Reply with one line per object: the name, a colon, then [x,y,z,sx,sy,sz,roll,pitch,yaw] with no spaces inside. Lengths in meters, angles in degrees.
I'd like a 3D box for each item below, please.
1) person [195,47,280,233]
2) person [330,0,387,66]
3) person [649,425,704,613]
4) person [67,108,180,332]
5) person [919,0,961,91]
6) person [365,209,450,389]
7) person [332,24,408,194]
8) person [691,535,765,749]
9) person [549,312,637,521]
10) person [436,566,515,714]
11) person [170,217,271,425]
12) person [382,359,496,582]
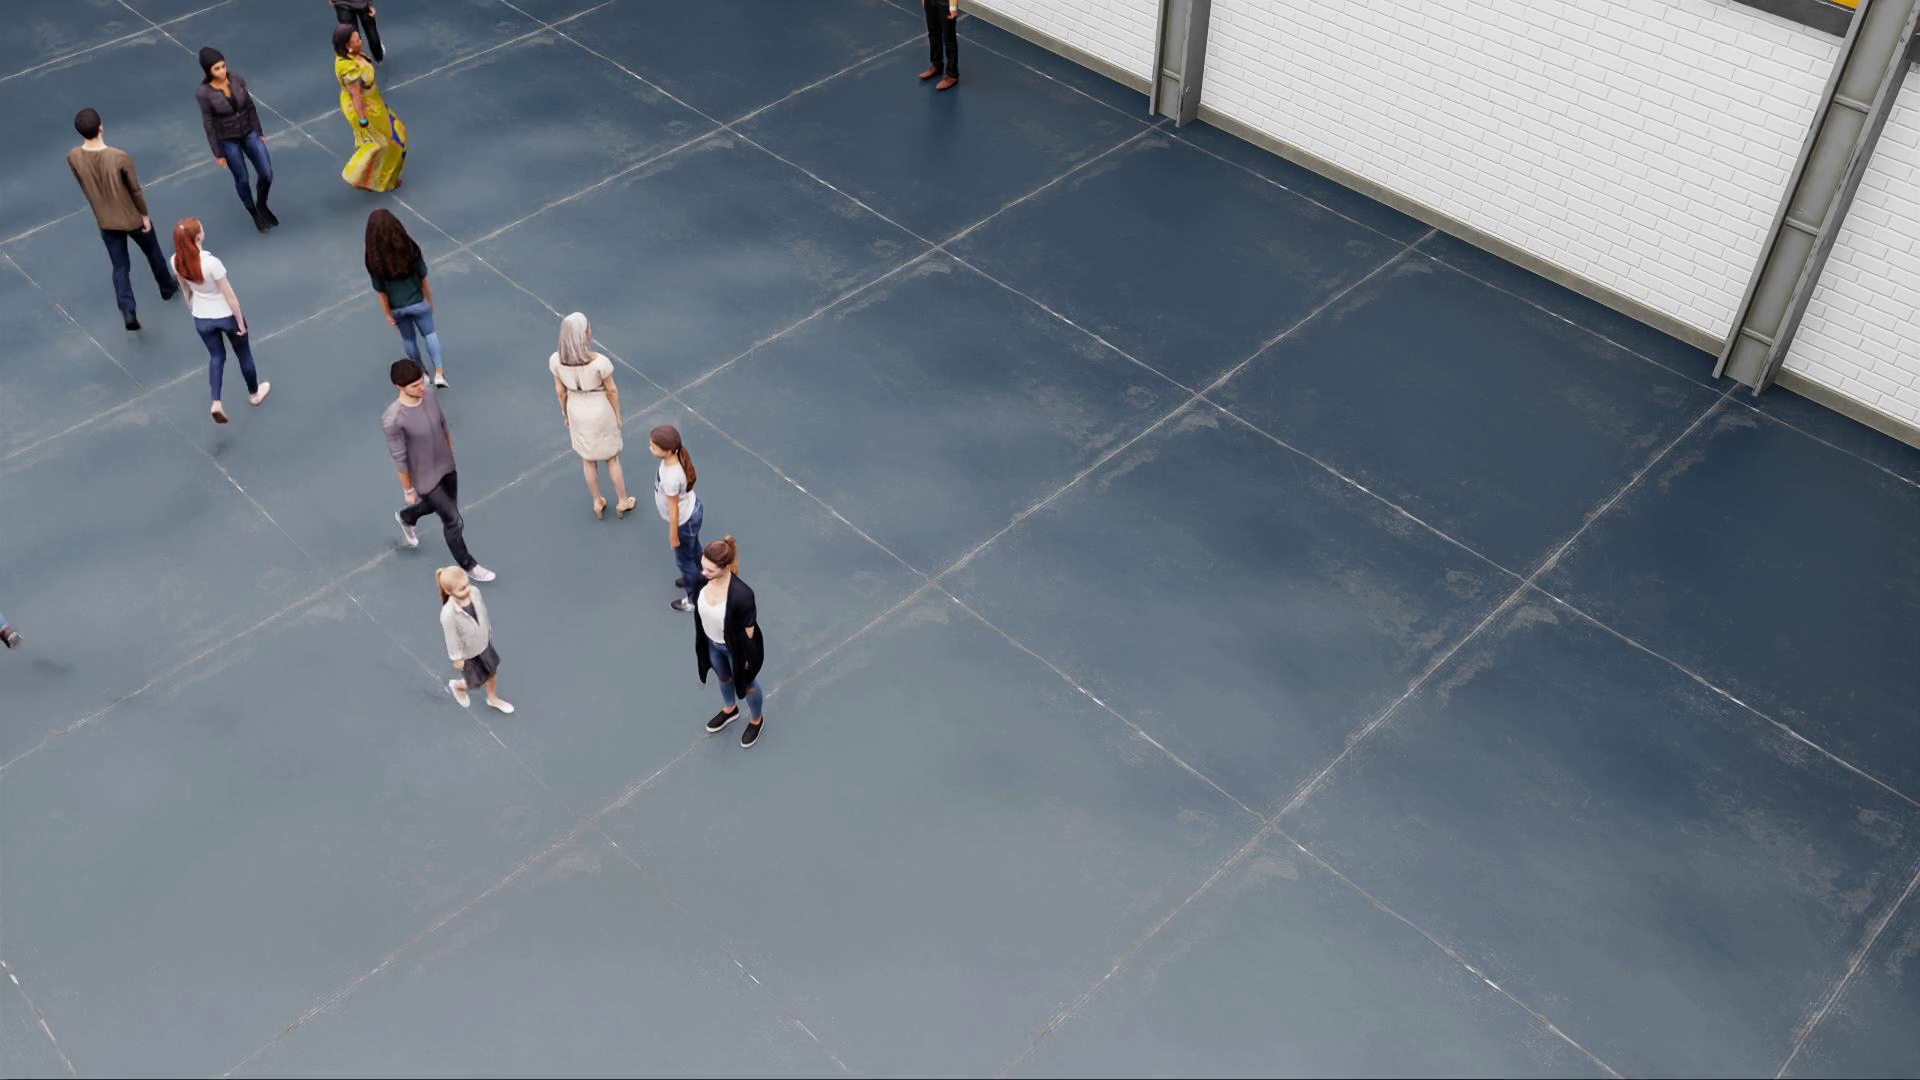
person: [-6.370,-3.519,14.580,0.638,1.737,0.603,-33,53,-30]
person: [-6.013,-5.256,16.422,1.043,1.711,1.232,-8,44,-8]
person: [-1.872,-0.170,11.192,0.685,1.561,0.623,-1,44,-1]
person: [-6.845,-2.572,13.498,1.077,1.859,1.231,-6,44,-7]
person: [-0.180,-5.382,16.524,0.719,1.754,0.543,-31,52,-28]
person: [-4.268,-1.791,12.863,0.743,1.604,0.905,-19,47,-19]
person: [-5.456,-3.848,14.992,0.990,1.646,0.964,-14,45,-14]
person: [-1.418,0.613,10.278,0.569,1.689,0.734,24,49,23]
person: [-2.600,-0.851,11.781,0.681,1.737,0.753,3,44,3]
person: [-3.152,0.639,10.558,0.693,1.266,0.596,22,48,22]
person: [-5.666,-1.619,12.596,0.947,1.723,0.984,3,44,3]
person: [-3.689,-0.500,11.353,1.188,1.817,0.978,14,45,14]
